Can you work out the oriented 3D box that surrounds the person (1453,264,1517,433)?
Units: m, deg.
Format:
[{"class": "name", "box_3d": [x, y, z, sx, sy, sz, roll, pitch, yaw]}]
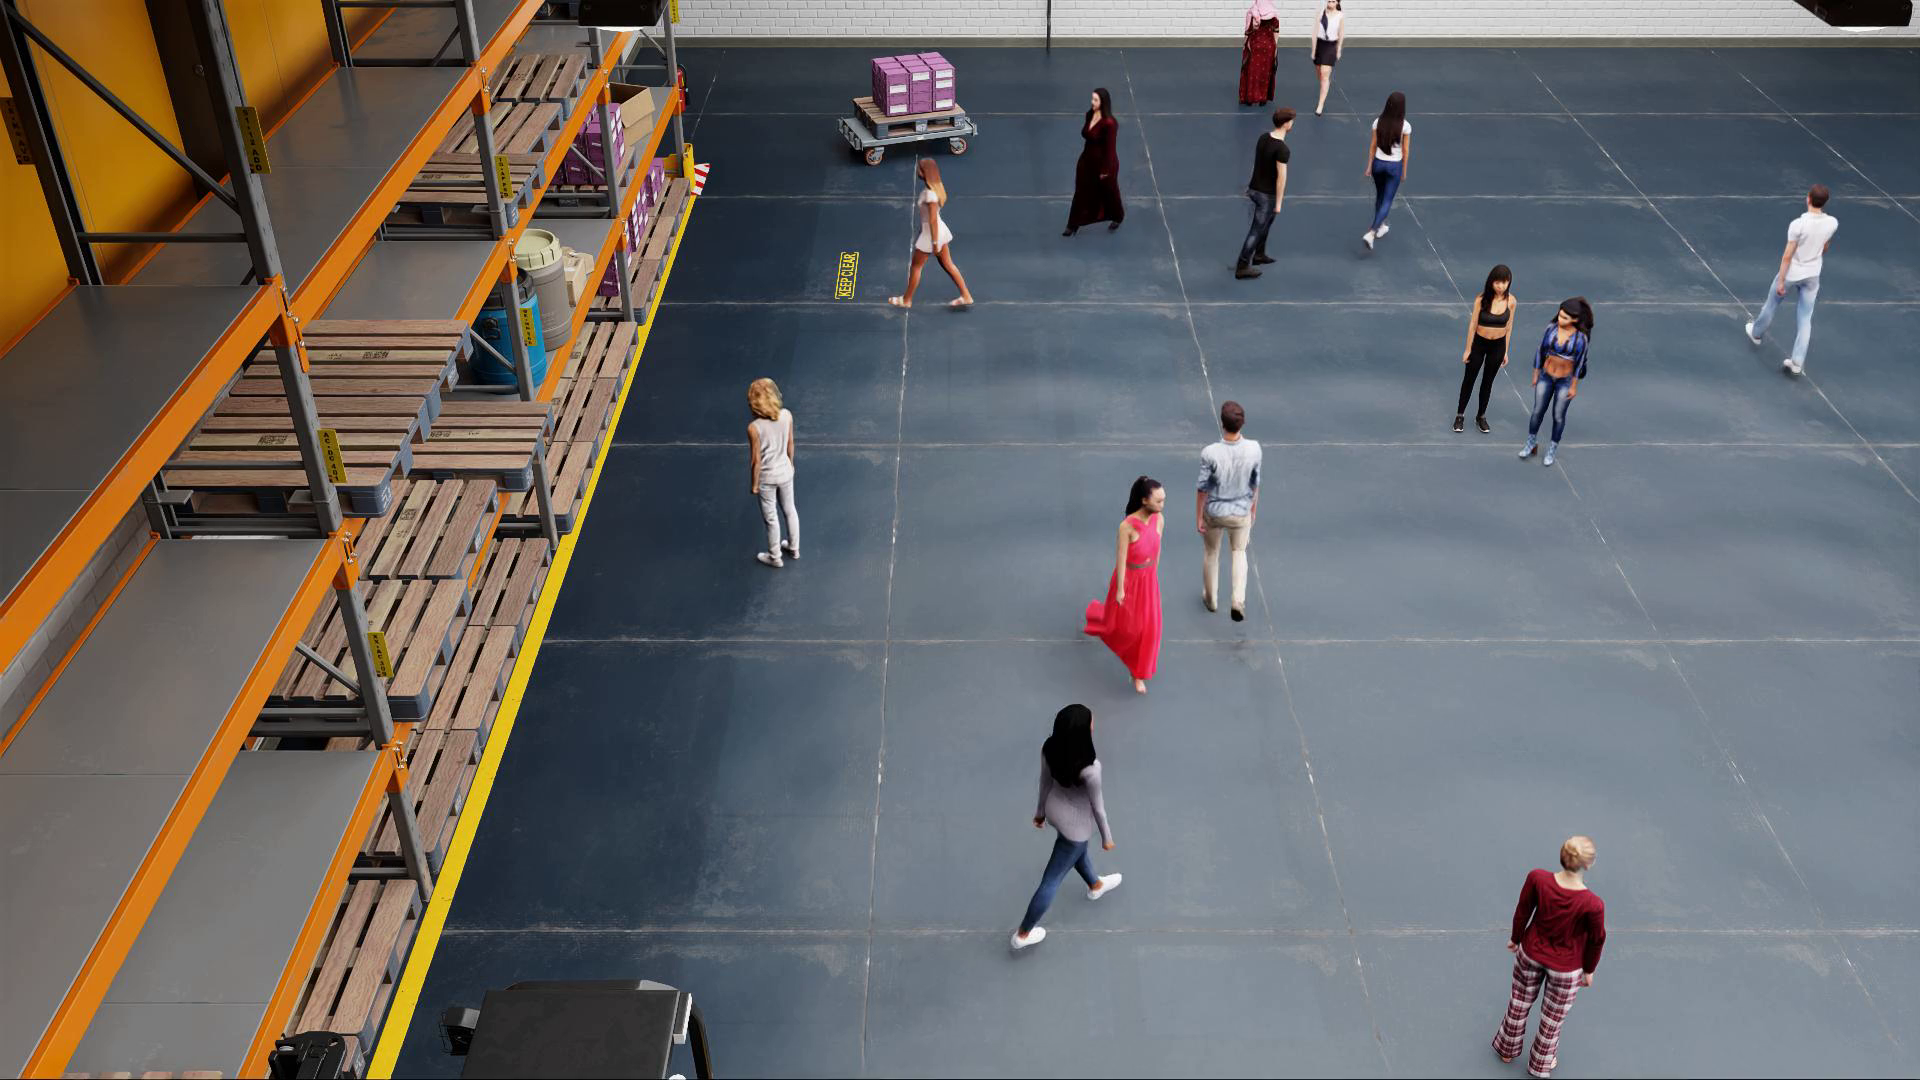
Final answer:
[{"class": "person", "box_3d": [4.816, -1.763, 15.210, 0.573, 1.643, 0.507, 3, 34, 4]}]

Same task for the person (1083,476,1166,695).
[{"class": "person", "box_3d": [1.218, 0.285, 12.081, 0.908, 1.698, 1.104, -16, 37, -23]}]

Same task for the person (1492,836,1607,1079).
[{"class": "person", "box_3d": [3.239, 2.261, 9.104, 0.687, 1.702, 0.713, 23, 40, 31]}]

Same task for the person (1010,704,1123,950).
[{"class": "person", "box_3d": [0.572, 1.746, 9.896, 1.138, 1.684, 1.177, -22, 39, -30]}]

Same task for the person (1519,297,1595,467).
[{"class": "person", "box_3d": [5.278, -1.412, 14.705, 0.701, 1.619, 0.743, 24, 40, 31]}]

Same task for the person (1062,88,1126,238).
[{"class": "person", "box_3d": [1.660, -4.280, 18.939, 1.120, 1.709, 1.121, -23, 40, -30]}]

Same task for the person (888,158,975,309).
[{"class": "person", "box_3d": [-0.195, -3.136, 17.271, 0.768, 1.650, 1.105, 5, 34, 7]}]

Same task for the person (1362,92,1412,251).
[{"class": "person", "box_3d": [4.757, -4.111, 18.651, 0.997, 1.745, 1.172, 21, 39, 28]}]

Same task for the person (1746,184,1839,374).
[{"class": "person", "box_3d": [8.212, -2.499, 16.178, 0.631, 1.798, 1.187, 0, 34, -1]}]

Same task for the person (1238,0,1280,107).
[{"class": "person", "box_3d": [4.107, -6.763, 22.739, 0.688, 1.637, 0.637, 4, 34, 7]}]

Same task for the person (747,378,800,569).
[{"class": "person", "box_3d": [-1.494, -0.538, 13.343, 0.684, 1.672, 0.738, -27, 42, -35]}]

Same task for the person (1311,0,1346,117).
[{"class": "person", "box_3d": [4.968, -6.640, 22.582, 0.827, 1.605, 1.166, 12, 36, 18]}]

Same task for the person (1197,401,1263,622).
[{"class": "person", "box_3d": [2.046, -0.160, 12.630, 0.634, 1.832, 0.874, -1, 34, -1]}]

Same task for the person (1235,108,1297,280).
[{"class": "person", "box_3d": [3.229, -3.731, 17.971, 0.916, 1.865, 0.893, -13, 36, -18]}]
